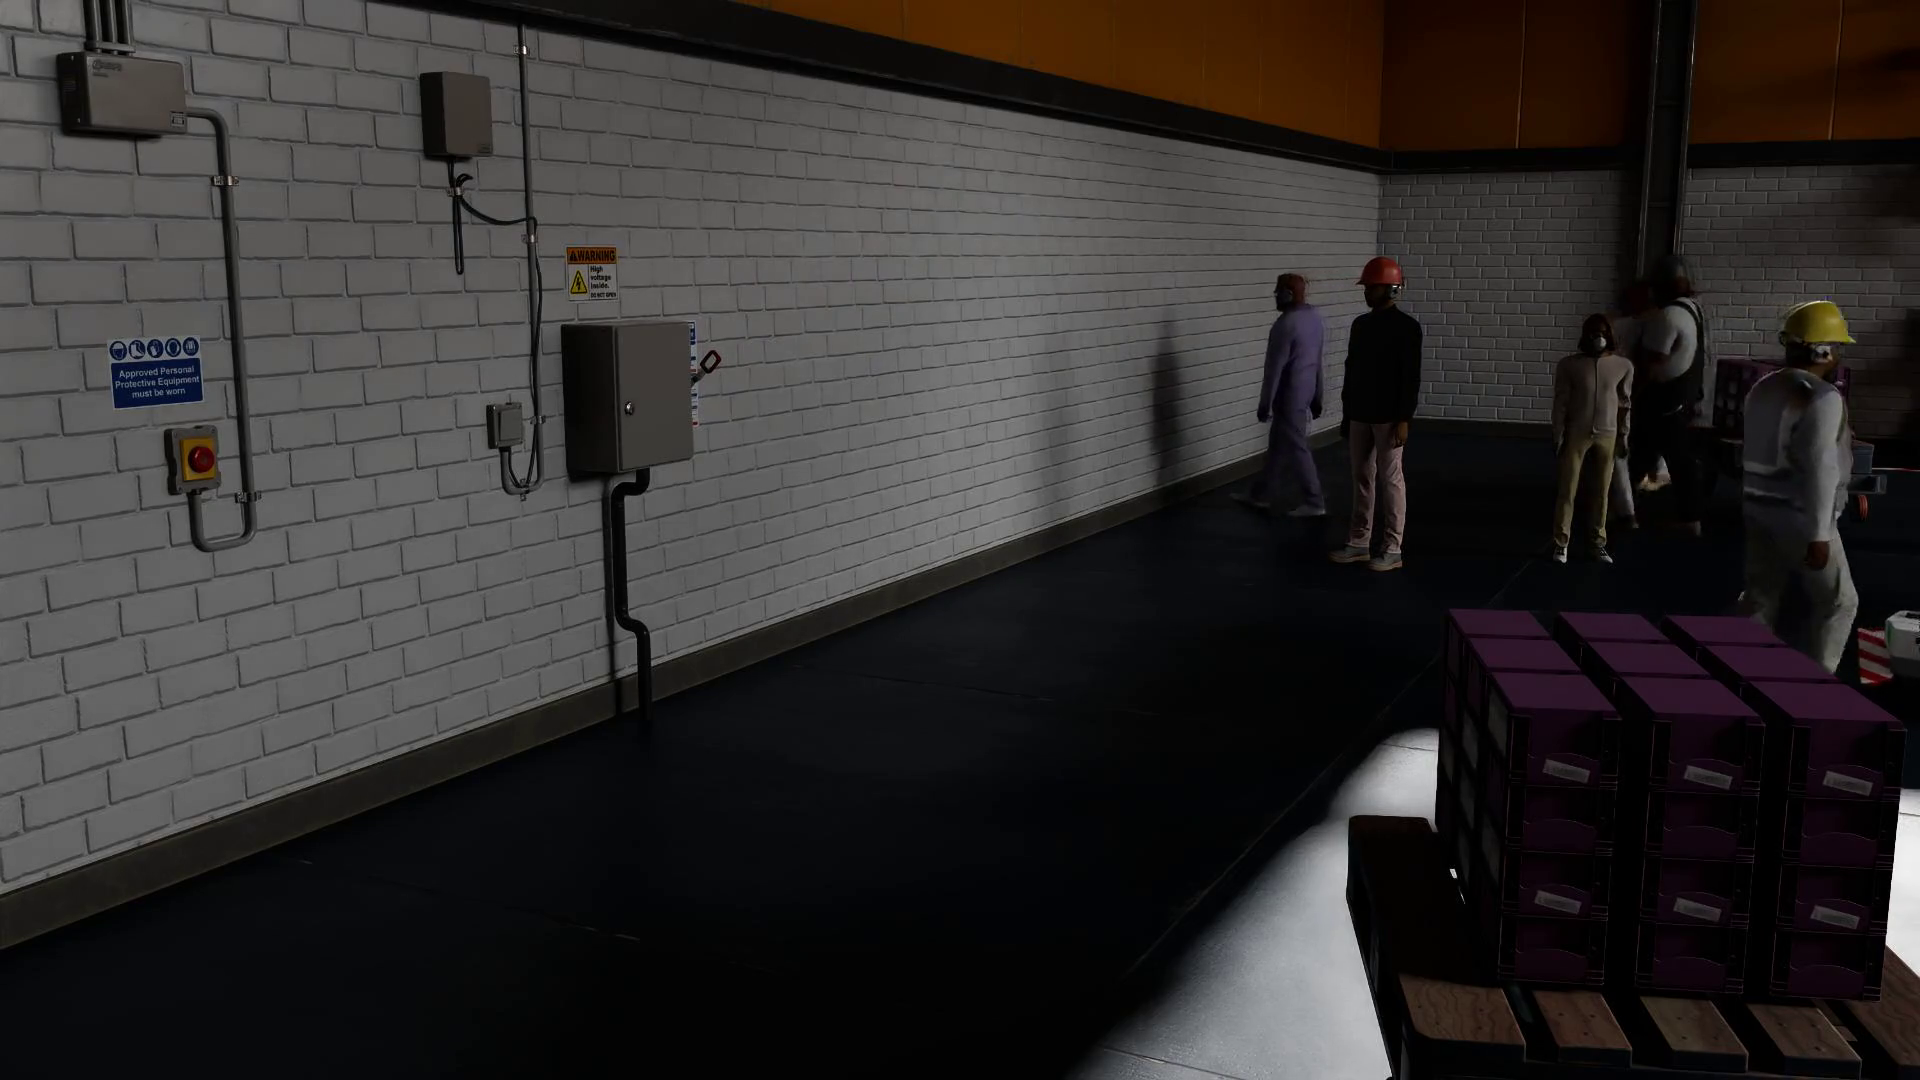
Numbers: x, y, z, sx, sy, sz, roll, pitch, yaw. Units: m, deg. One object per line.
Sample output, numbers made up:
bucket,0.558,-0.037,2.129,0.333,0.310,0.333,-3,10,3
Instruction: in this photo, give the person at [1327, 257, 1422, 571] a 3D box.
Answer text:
person,2.675,-0.807,10.679,0.376,1.995,0.612,-6,11,-31

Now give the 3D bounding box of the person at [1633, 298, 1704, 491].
person,6.054,-1.309,14.141,0.792,1.802,0.626,-3,10,-17

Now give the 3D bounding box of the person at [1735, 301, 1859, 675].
person,3.625,-0.096,7.069,0.613,1.814,0.618,-1,10,-7

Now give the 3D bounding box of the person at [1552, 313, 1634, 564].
person,4.115,-0.656,10.854,0.497,1.633,0.284,1,10,6

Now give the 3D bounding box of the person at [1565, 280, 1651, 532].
person,4.846,-0.990,12.245,0.692,1.828,1.011,1,10,3

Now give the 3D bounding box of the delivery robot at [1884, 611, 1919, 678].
delivery robot,4.409,0.468,7.190,0.707,0.478,0.477,9,13,41

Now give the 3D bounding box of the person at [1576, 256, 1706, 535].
person,5.008,-1.078,12.114,0.989,2.000,0.700,7,12,35

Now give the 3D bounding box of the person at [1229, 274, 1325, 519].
person,2.485,-1.114,12.852,0.910,1.858,0.669,7,12,34
